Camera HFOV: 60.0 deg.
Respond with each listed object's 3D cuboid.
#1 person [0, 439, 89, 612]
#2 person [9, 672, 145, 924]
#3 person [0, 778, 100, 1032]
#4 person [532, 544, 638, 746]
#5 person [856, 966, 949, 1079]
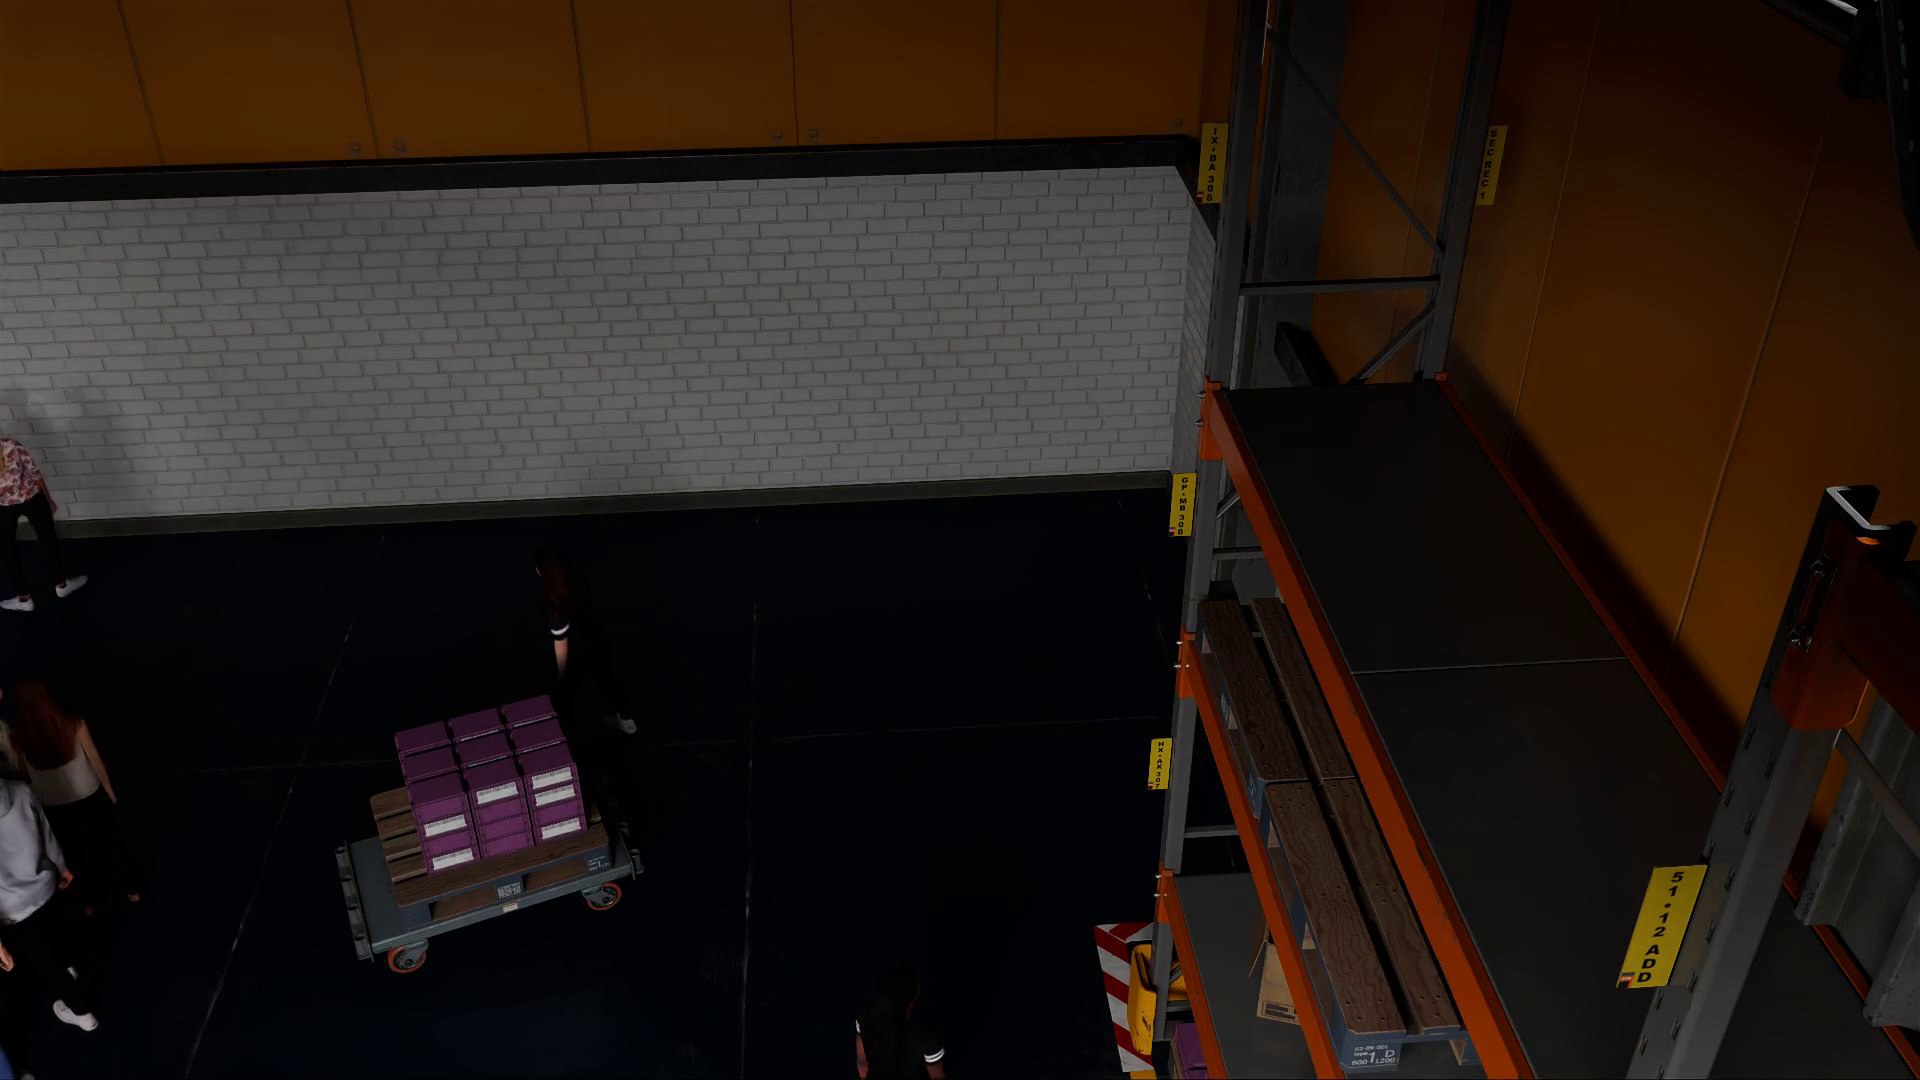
[{"bbox_3d":[-6.903,-0.244,12.266,0.833,1.613,0.731,-7,34,-10],"label":"person"},{"bbox_3d":[-5.099,1.492,9.559,0.634,1.718,0.625,-15,36,-21],"label":"person"},{"bbox_3d":[-4.918,1.887,8.801,1.023,1.900,1.007,17,37,24],"label":"person"},{"bbox_3d":[-2.493,0.739,10.798,0.961,1.601,0.828,10,35,15],"label":"person"},{"bbox_3d":[-0.271,2.630,7.838,0.711,1.729,0.728,15,37,22],"label":"person"}]
